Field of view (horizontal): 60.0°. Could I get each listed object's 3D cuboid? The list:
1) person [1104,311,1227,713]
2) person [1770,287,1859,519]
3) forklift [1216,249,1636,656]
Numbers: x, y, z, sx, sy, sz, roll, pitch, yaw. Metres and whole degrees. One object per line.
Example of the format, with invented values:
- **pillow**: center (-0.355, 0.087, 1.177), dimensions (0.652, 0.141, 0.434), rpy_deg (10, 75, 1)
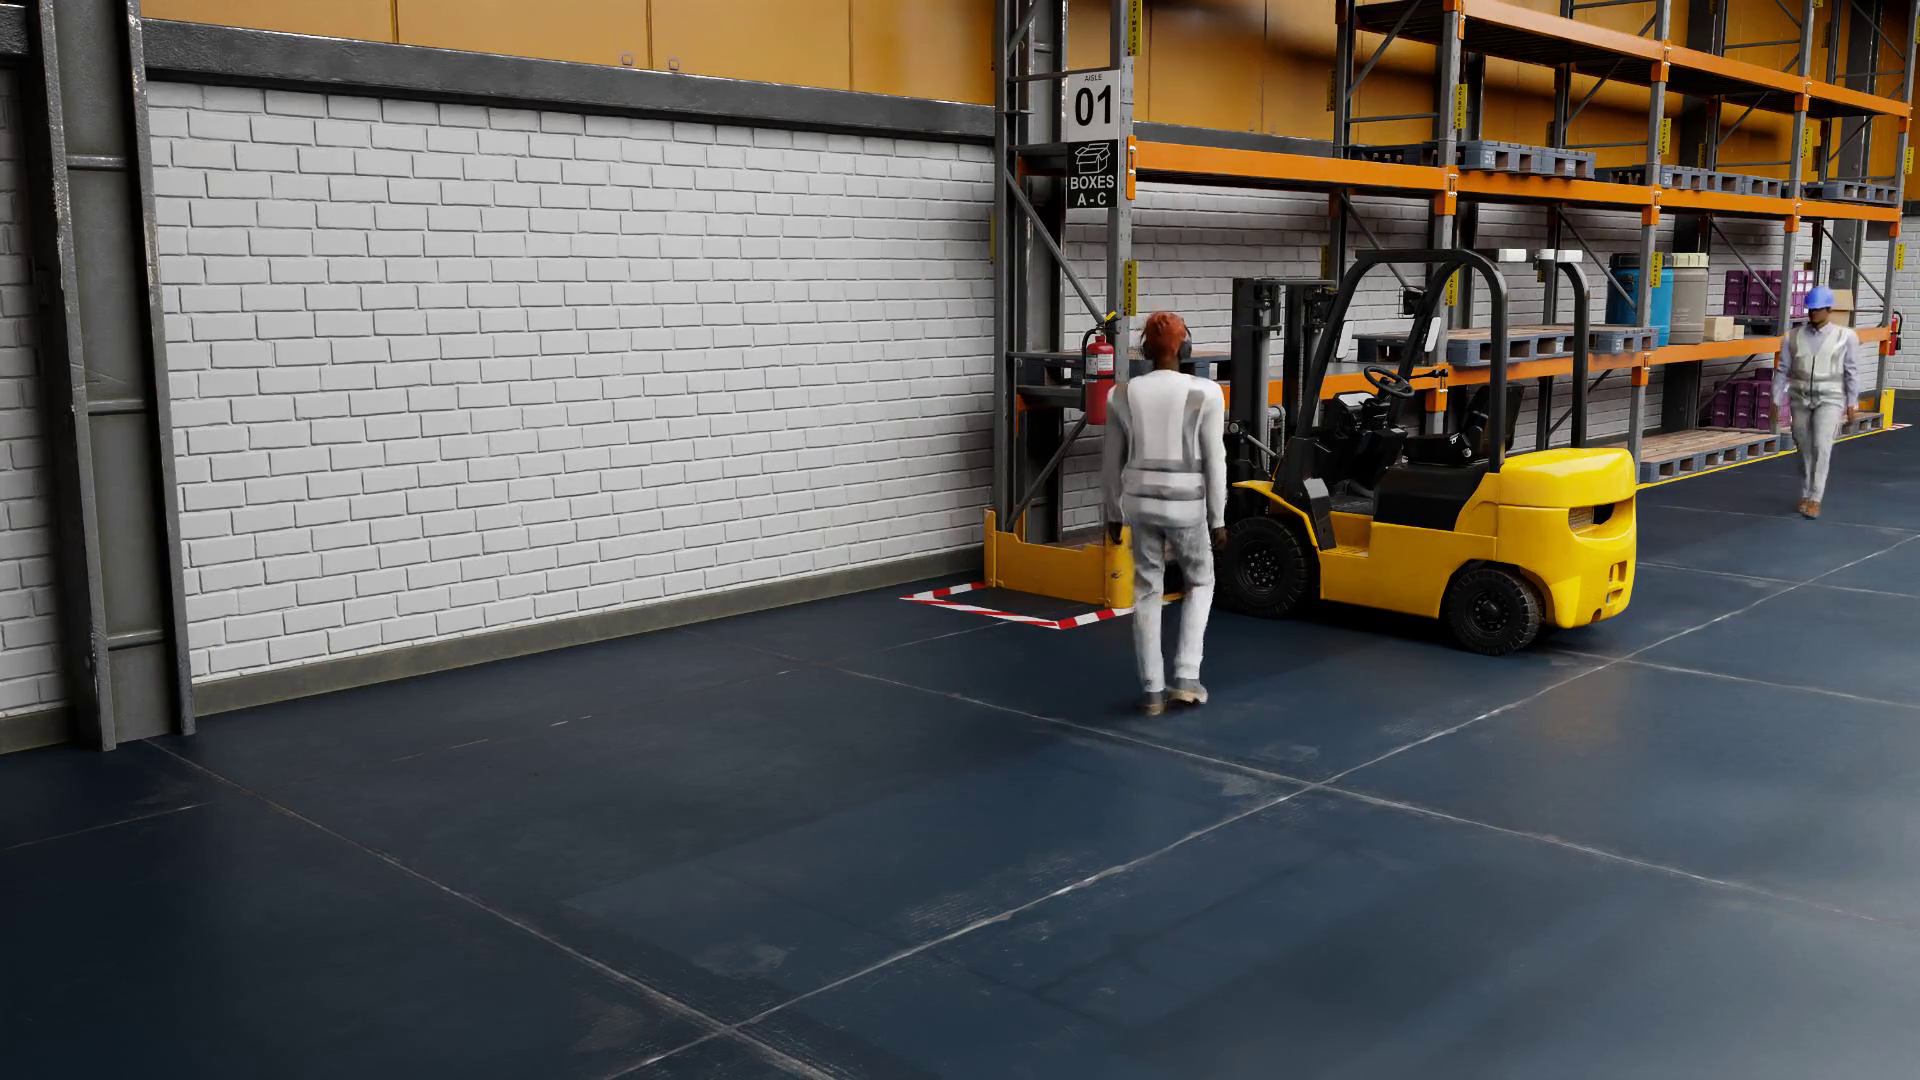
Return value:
- **person**: center (0.972, -0.128, 7.791), dimensions (0.616, 1.873, 0.498), rpy_deg (4, 10, 24)
- **person**: center (7.096, -1.140, 13.885), dimensions (0.641, 1.909, 0.853), rpy_deg (9, 13, 43)
- **forklift**: center (2.710, -0.584, 9.626), dimensions (2.313, 2.155, 1.214), rpy_deg (9, 13, 43)
